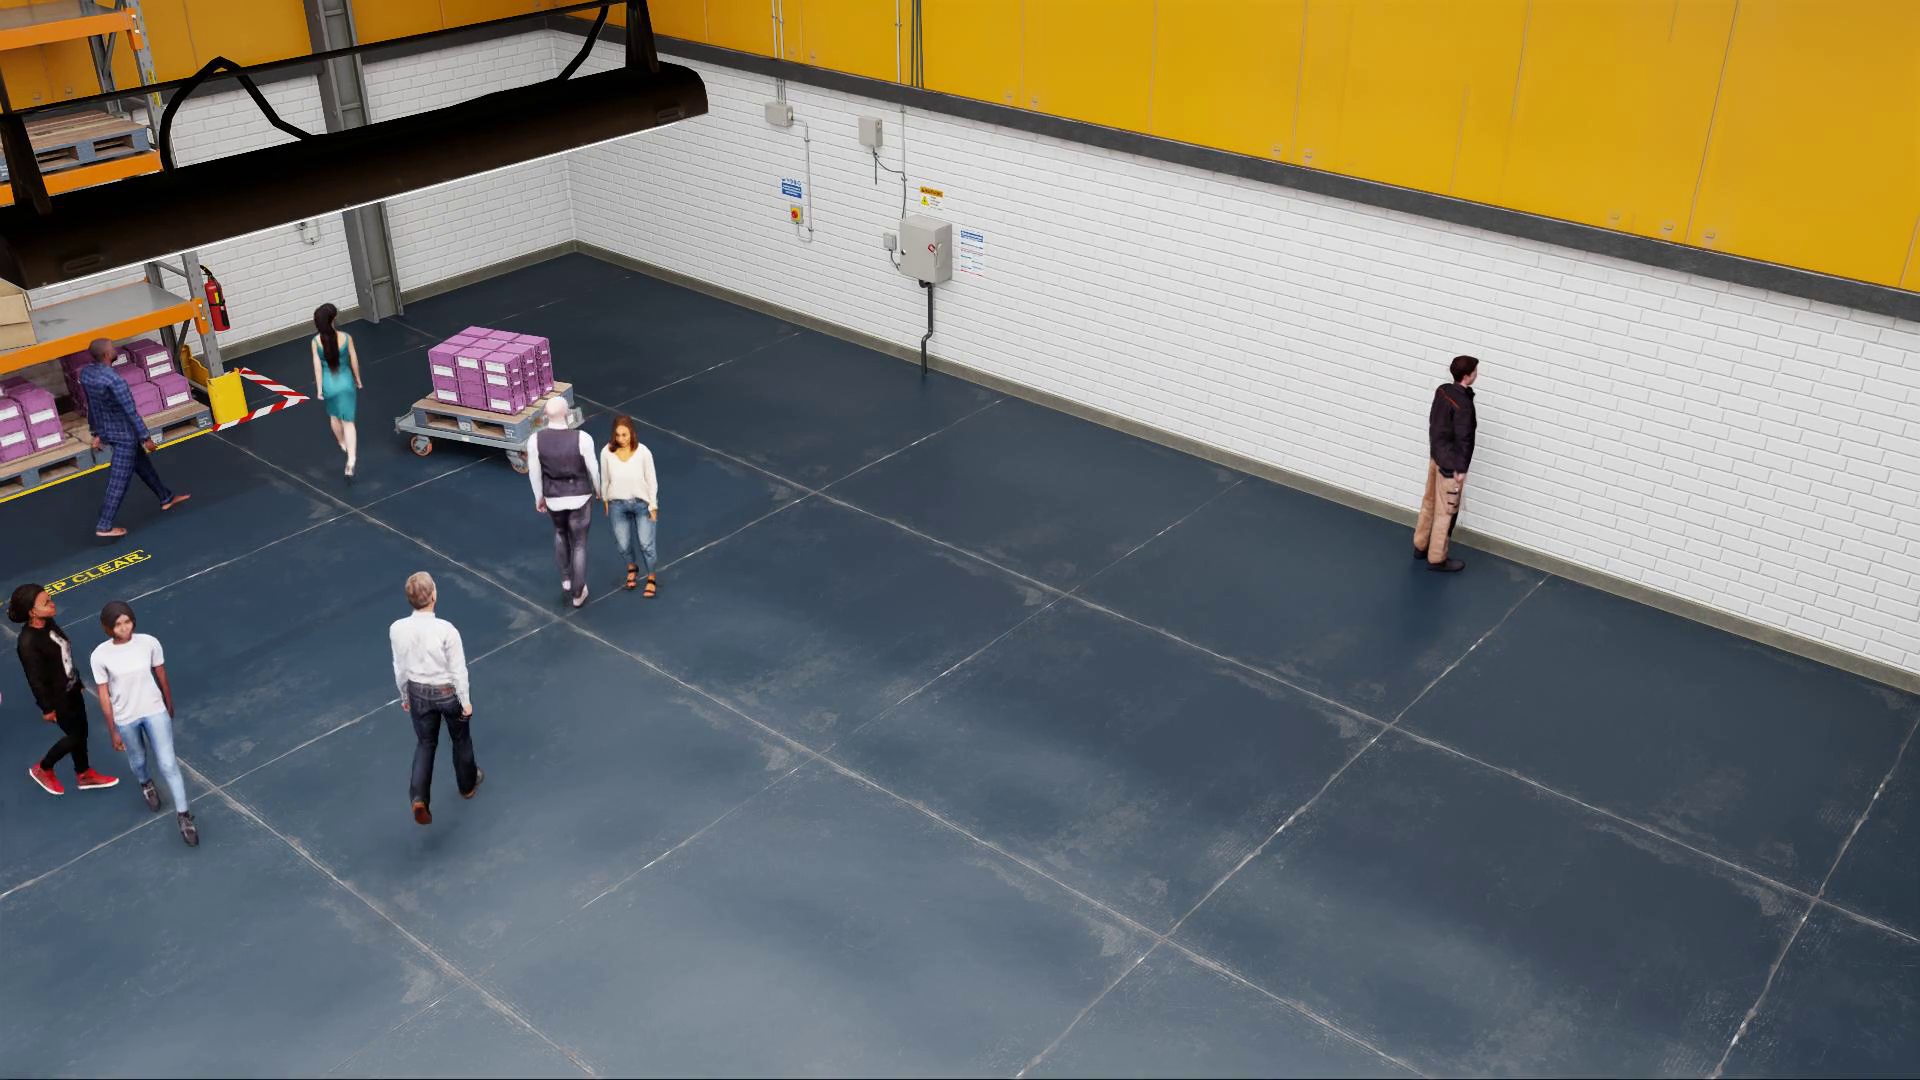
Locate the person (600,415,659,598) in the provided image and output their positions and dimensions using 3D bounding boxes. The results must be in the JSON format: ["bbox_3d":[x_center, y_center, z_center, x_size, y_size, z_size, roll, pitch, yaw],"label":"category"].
[{"bbox_3d":[-2.697,-0.300,13.694,0.787,1.662,0.842,2,29,3],"label":"person"}]

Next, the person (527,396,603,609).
[{"bbox_3d":[-3.190,-0.263,13.479,0.848,1.802,0.901,-1,29,-1],"label":"person"}]

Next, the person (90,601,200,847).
[{"bbox_3d":[-5.450,1.160,10.993,1.074,1.685,0.881,-17,33,-28],"label":"person"}]

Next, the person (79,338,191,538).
[{"bbox_3d":[-7.451,-0.864,14.613,0.787,1.773,1.208,18,33,29],"label":"person"}]

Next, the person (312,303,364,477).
[{"bbox_3d":[-5.841,-1.376,15.682,1.074,1.647,0.962,-12,31,-21],"label":"person"}]

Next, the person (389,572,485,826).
[{"bbox_3d":[-3.506,1.073,11.034,1.016,1.800,1.161,3,29,5],"label":"person"}]

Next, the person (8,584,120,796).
[{"bbox_3d":[-6.178,1.040,11.240,0.879,1.658,0.812,-5,29,-9],"label":"person"}]

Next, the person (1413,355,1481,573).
[{"bbox_3d":[4.135,-0.667,14.093,0.818,1.924,0.789,-6,29,-10],"label":"person"}]
